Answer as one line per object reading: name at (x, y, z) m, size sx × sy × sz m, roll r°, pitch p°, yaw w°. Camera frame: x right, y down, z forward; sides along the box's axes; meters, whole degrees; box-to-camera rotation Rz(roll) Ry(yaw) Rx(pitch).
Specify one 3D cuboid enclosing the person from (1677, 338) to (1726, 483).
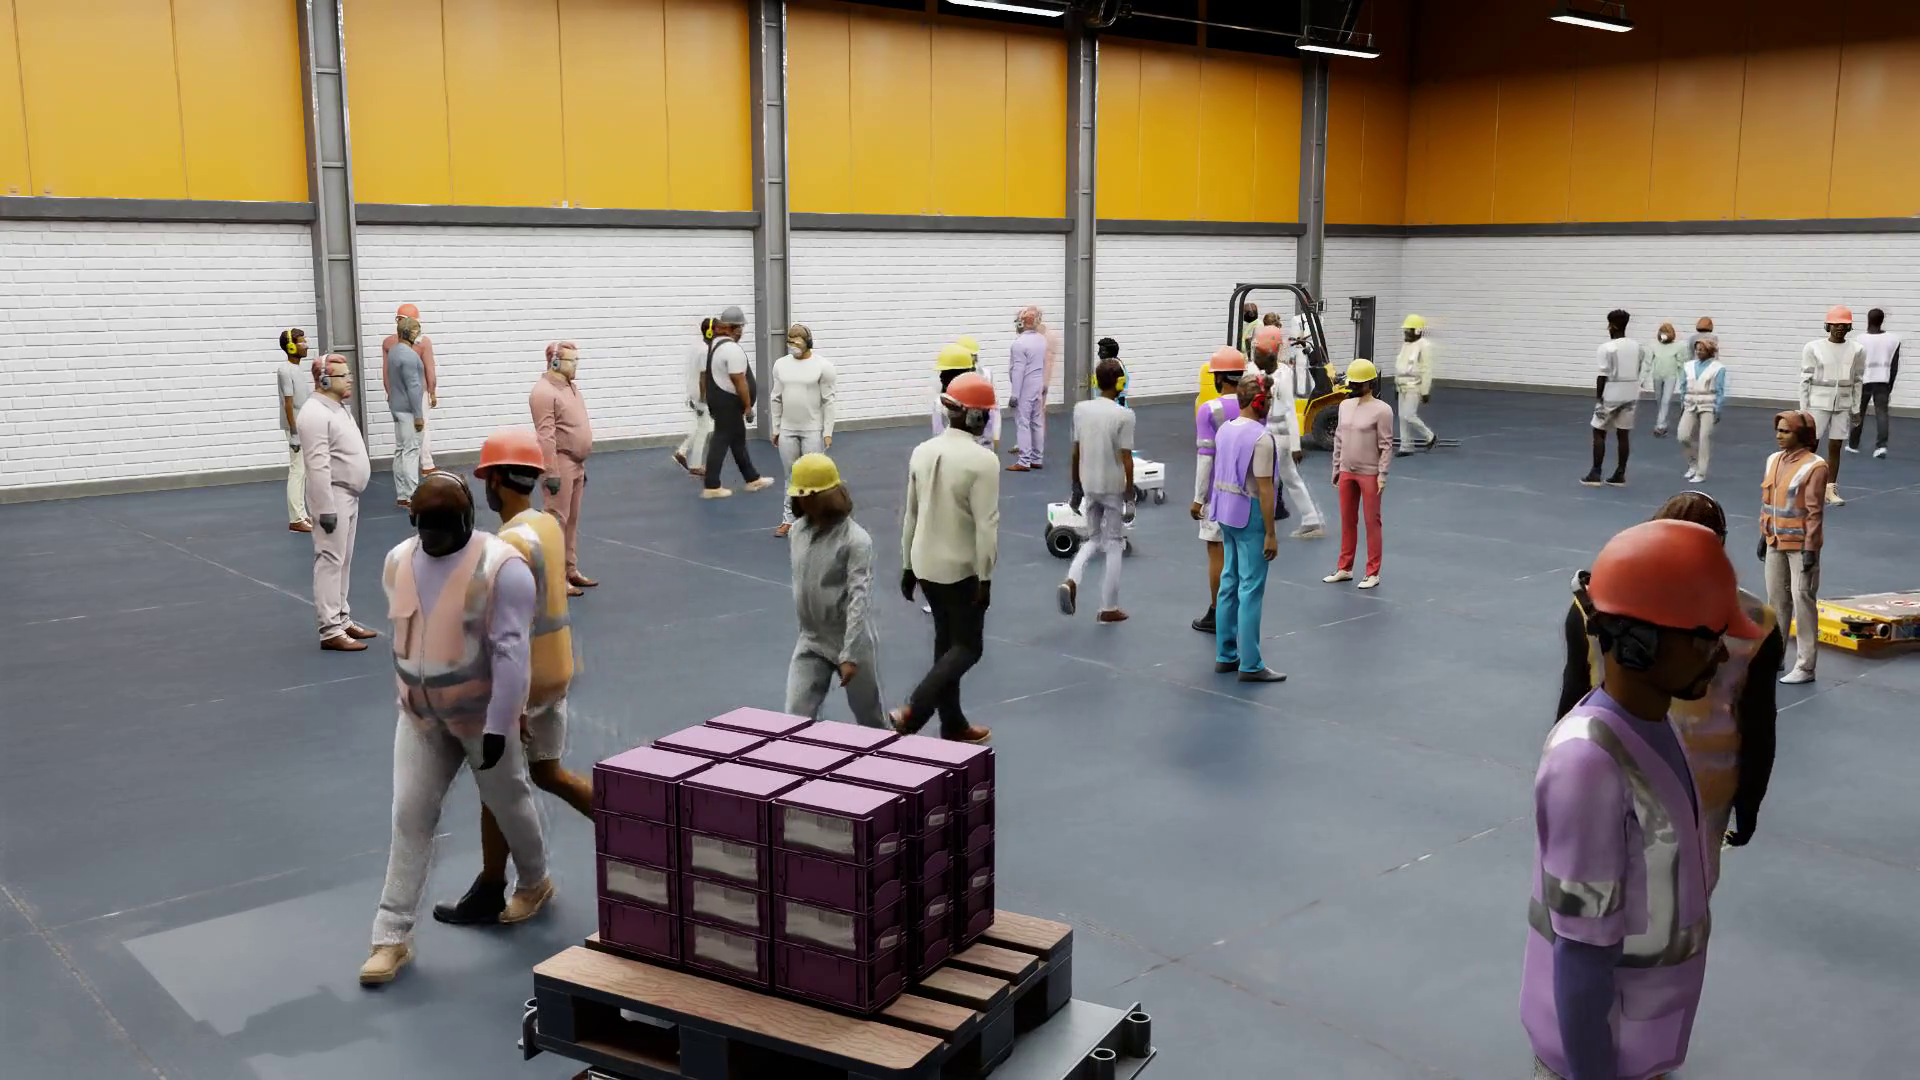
person at (8.267, -1.442, 18.578) m, size 0.369 × 1.624 × 0.538 m, roll -7°, pitch 12°, yaw -35°

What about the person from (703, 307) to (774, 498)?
person at (-2.340, -1.476, 17.582) m, size 0.954 × 2.000 × 0.704 m, roll -4°, pitch 11°, yaw -25°

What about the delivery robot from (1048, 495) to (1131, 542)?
delivery robot at (1.103, -0.192, 14.132) m, size 0.707 × 0.478 × 0.477 m, roll 0°, pitch 10°, yaw 1°

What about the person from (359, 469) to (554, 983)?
person at (-1.803, 0.623, 6.059) m, size 0.626 × 1.789 × 0.921 m, roll 3°, pitch 10°, yaw 16°

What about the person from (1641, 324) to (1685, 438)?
person at (9.847, -2.234, 23.336) m, size 0.526 × 1.581 × 0.860 m, roll 8°, pitch 13°, yaw 40°

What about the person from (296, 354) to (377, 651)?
person at (-4.022, -0.247, 10.774) m, size 0.406 × 1.911 × 0.638 m, roll -1°, pitch 10°, yaw -8°

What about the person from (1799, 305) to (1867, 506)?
person at (8.855, -1.362, 16.905) m, size 0.605 × 2.045 × 0.387 m, roll 2°, pitch 10°, yaw 10°

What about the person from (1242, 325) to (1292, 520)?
person at (2.858, -1.079, 15.727) m, size 0.554 × 1.889 × 1.001 m, roll 7°, pitch 12°, yaw 34°

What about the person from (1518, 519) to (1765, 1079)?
person at (1.305, 0.968, 3.272) m, size 0.379 × 2.043 × 0.605 m, roll 6°, pitch 11°, yaw 29°

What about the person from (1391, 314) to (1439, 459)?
person at (5.677, -1.911, 20.781) m, size 0.499 × 1.818 × 0.598 m, roll -2°, pitch 10°, yaw -11°

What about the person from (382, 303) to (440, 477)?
person at (-6.288, -1.707, 19.065) m, size 0.610 × 1.996 × 0.386 m, roll 1°, pitch 10°, yaw 8°

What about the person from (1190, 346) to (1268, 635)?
person at (1.786, -0.318, 11.201) m, size 0.553 × 1.901 × 0.370 m, roll -5°, pitch 11°, yaw -27°

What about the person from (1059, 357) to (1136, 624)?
person at (0.936, -0.317, 11.378) m, size 0.533 × 1.841 × 0.562 m, roll 8°, pitch 12°, yaw 38°

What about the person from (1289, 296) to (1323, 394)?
person at (5.662, -3.043, 27.225) m, size 0.574 × 1.880 × 0.357 m, roll -3°, pitch 10°, yaw -16°

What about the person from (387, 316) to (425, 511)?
person at (-5.502, -1.256, 16.611) m, size 0.370 × 1.934 × 0.627 m, roll -7°, pitch 12°, yaw -34°

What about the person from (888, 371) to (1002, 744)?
person at (-0.099, 0.143, 8.322) m, size 0.719 × 1.965 × 0.654 m, roll -9°, pitch 13°, yaw -41°

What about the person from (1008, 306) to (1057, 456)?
person at (0.936, -2.030, 21.234) m, size 0.422 × 1.904 × 0.679 m, roll -9°, pitch 13°, yaw -43°

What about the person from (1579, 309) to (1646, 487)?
person at (7.212, -1.561, 18.313) m, size 0.624 × 1.956 × 0.460 m, roll -3°, pitch 10°, yaw -15°

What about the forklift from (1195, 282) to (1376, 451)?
forklift at (4.328, -2.346, 22.227) m, size 2.313 × 2.155 × 1.214 m, roll 3°, pitch 10°, yaw 16°

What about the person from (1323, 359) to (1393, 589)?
person at (3.059, -0.508, 12.744) m, size 0.324 × 1.760 × 0.523 m, roll -7°, pitch 12°, yaw -37°

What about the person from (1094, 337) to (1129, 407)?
person at (1.586, -1.286, 17.516) m, size 0.323 × 1.691 × 0.536 m, roll -5°, pitch 11°, yaw -28°

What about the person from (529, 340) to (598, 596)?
person at (-2.969, -0.545, 12.521) m, size 0.411 × 1.908 × 0.643 m, roll 1°, pitch 10°, yaw 6°

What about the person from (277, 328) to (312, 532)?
person at (-6.083, -1.008, 15.328) m, size 0.328 × 1.877 × 0.513 m, roll -2°, pitch 10°, yaw -11°

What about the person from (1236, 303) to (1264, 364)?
person at (4.367, -2.640, 25.003) m, size 0.430 × 1.836 × 0.624 m, roll -2°, pitch 10°, yaw -11°

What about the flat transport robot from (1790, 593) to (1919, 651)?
flat transport robot at (6.232, 0.522, 11.053) m, size 1.431 × 0.197 × 0.652 m, roll -3°, pitch 10°, yaw -20°

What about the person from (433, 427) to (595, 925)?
person at (-1.569, 0.522, 6.312) m, size 0.828 × 1.904 × 0.565 m, roll 0°, pitch 10°, yaw 3°

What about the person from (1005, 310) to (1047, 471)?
person at (0.760, -1.757, 19.659) m, size 0.398 × 1.899 × 0.669 m, roll 6°, pitch 11°, yaw 31°

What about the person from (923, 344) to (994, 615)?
person at (-0.013, -0.402, 11.623) m, size 0.388 × 1.926 × 0.590 m, roll -8°, pitch 12°, yaw -37°

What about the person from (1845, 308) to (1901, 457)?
person at (11.614, -1.998, 21.146) m, size 0.584 × 1.879 × 1.004 m, roll 3°, pitch 10°, yaw 15°

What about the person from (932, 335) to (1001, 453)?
person at (0.080, -0.973, 15.338) m, size 0.623 × 1.794 × 0.849 m, roll -1°, pitch 10°, yaw -9°

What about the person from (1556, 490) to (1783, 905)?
person at (2.177, 0.753, 5.169) m, size 0.638 × 1.820 × 0.524 m, roll 5°, pitch 11°, yaw 25°

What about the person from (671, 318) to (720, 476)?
person at (-3.006, -1.645, 19.176) m, size 0.539 × 1.833 × 0.548 m, roll -3°, pitch 10°, yaw -17°

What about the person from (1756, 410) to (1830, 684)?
person at (4.962, 0.037, 9.934) m, size 0.318 × 1.630 × 0.512 m, roll -2°, pitch 10°, yaw -10°

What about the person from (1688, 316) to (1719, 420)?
person at (11.396, -2.629, 25.551) m, size 0.630 × 1.616 × 0.533 m, roll -4°, pitch 11°, yaw -23°

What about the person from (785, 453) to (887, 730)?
person at (-0.589, 0.463, 7.228) m, size 0.510 × 1.685 × 0.893 m, roll 7°, pitch 12°, yaw 35°

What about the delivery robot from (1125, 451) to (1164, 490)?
delivery robot at (1.738, -0.662, 16.885) m, size 0.707 × 0.478 × 0.477 m, roll -8°, pitch 12°, yaw -37°

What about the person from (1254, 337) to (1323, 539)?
person at (2.797, -0.879, 14.725) m, size 1.027 × 1.830 × 0.639 m, roll -1°, pitch 10°, yaw -7°

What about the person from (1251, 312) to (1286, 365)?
person at (3.834, -1.893, 20.615) m, size 0.506 × 1.839 × 0.343 m, roll 8°, pitch 13°, yaw 41°

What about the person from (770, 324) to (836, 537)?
person at (-1.416, -0.974, 14.960) m, size 0.627 × 1.934 × 0.371 m, roll 3°, pitch 10°, yaw 20°

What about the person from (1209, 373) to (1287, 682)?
person at (1.706, -0.074, 9.949) m, size 0.390 × 1.844 × 0.563 m, roll -4°, pitch 10°, yaw -21°
